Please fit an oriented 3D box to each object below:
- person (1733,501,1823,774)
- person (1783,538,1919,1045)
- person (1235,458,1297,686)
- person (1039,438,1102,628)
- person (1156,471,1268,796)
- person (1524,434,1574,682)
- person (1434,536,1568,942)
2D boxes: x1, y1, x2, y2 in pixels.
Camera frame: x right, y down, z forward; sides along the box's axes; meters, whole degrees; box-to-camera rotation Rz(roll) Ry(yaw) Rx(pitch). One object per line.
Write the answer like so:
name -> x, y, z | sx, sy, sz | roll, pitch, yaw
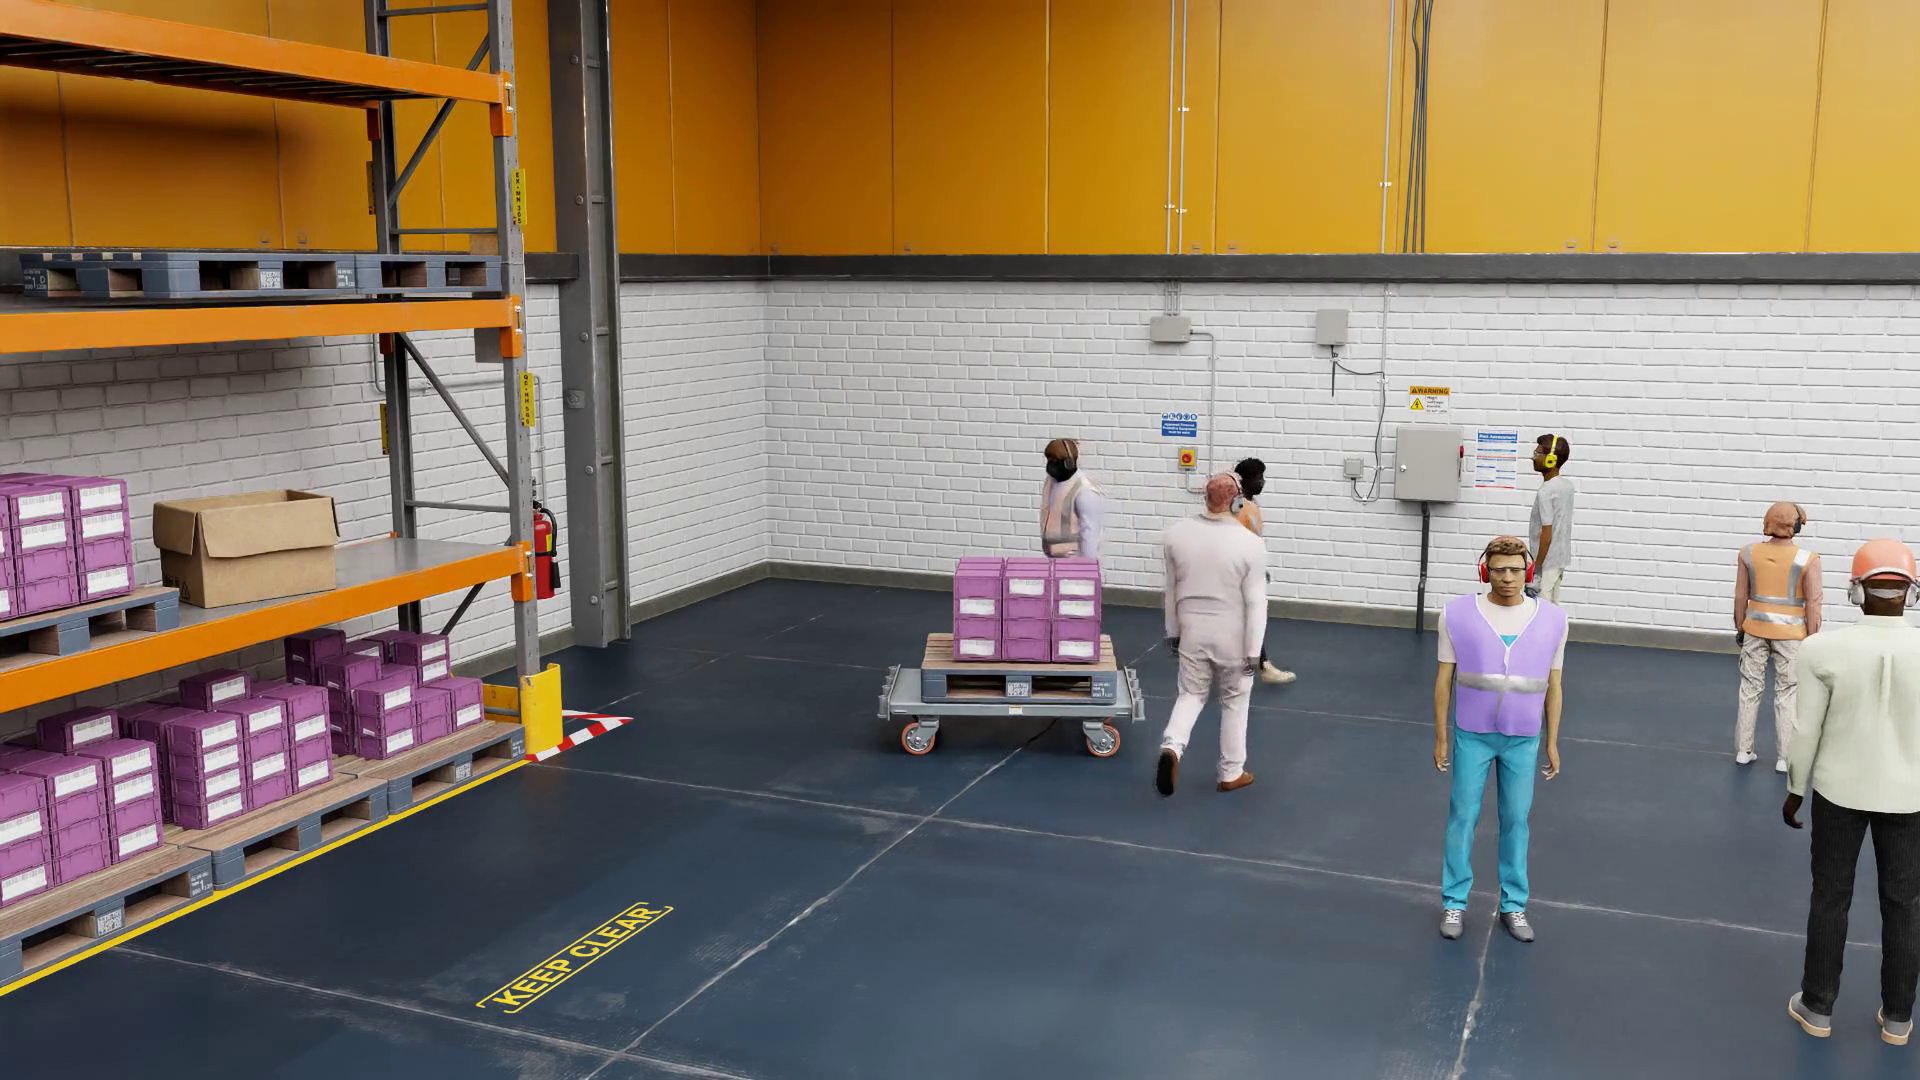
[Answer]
person -> 4.893, 0.581, 9.980 | 0.309, 1.638, 0.513 | -8, 12, -39
person -> 3.553, 0.981, 6.503 | 0.609, 1.986, 0.392 | 3, 10, 18
person -> 2.122, 0.236, 12.029 | 0.811, 1.649, 0.517 | 2, 10, 13
person -> 0.798, 0.157, 12.013 | 0.454, 1.816, 0.645 | -4, 10, -25
person -> 1.427, 0.548, 9.437 | 0.650, 1.881, 0.728 | 6, 11, 32
person -> 4.088, 0.191, 11.632 | 0.325, 1.876, 0.524 | 7, 12, 35
person -> 2.424, 0.884, 7.512 | 0.564, 1.846, 0.389 | 1, 9, 7
